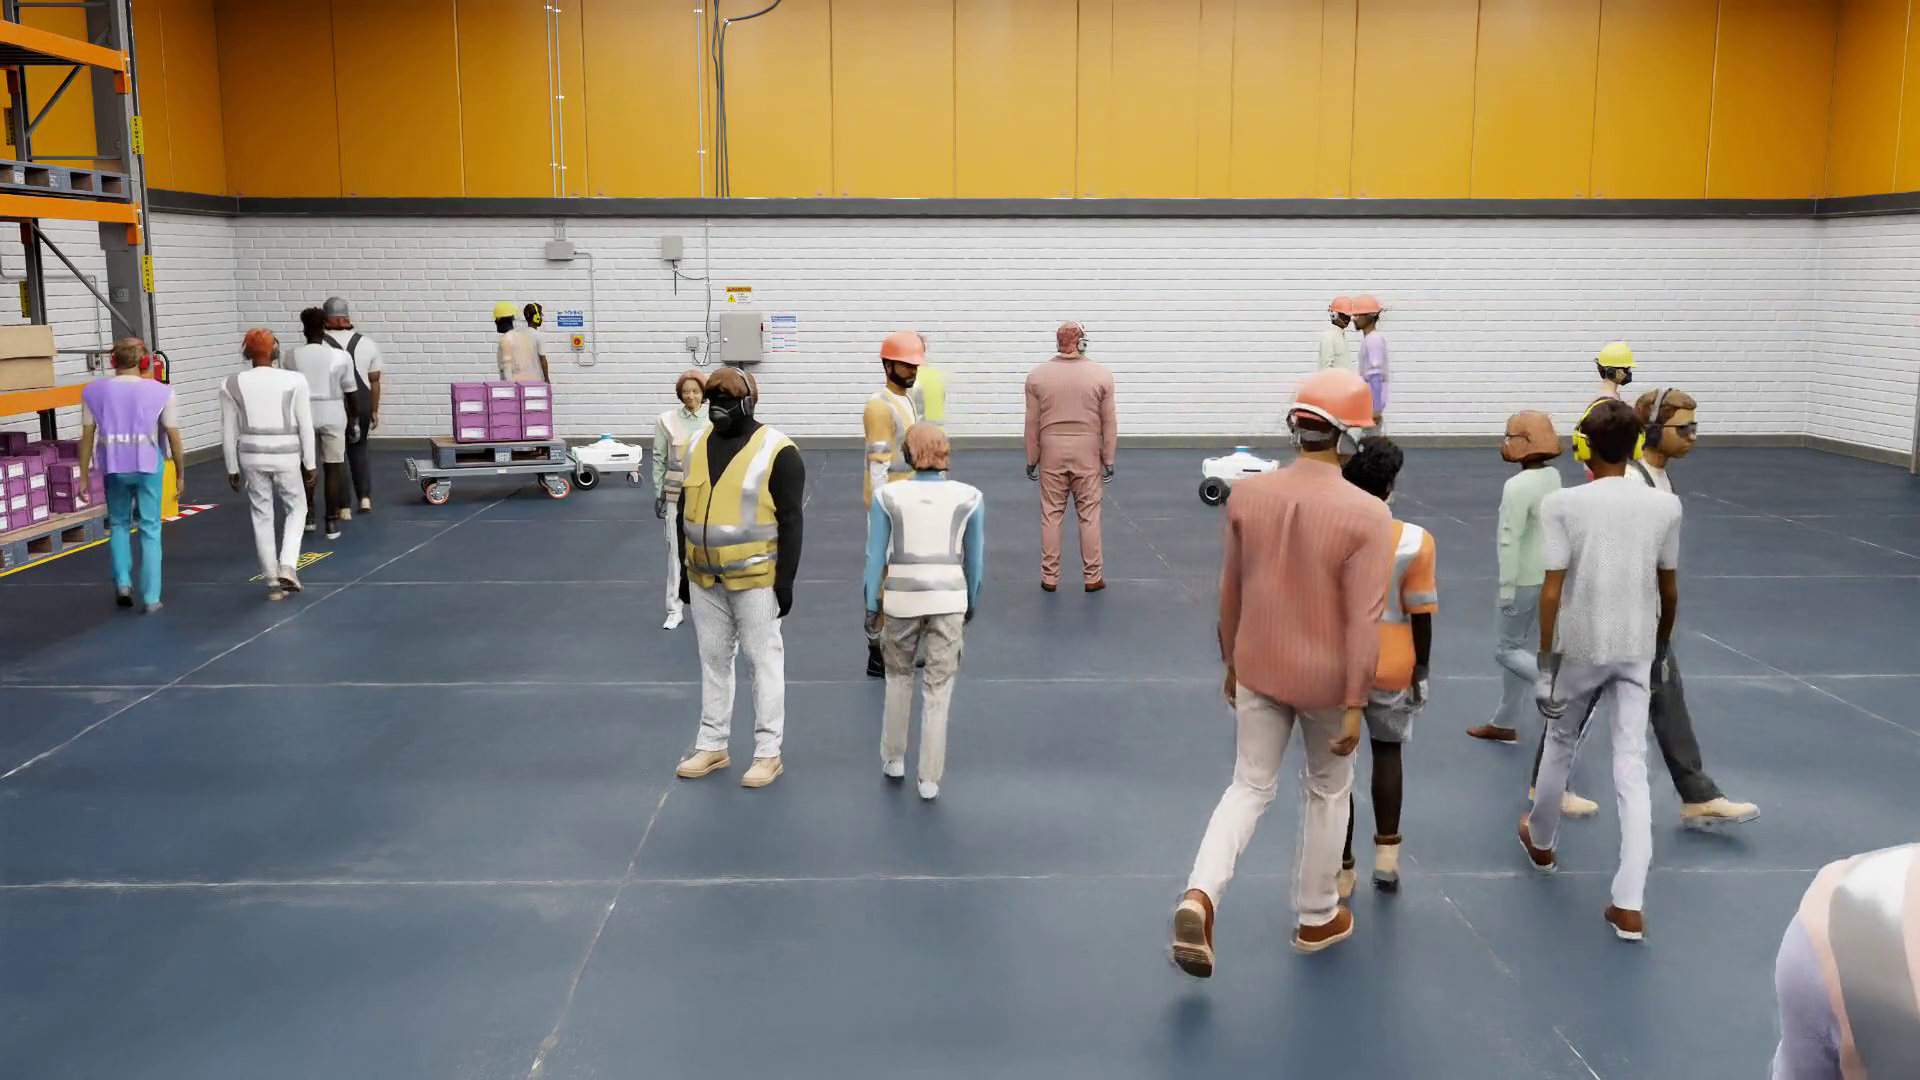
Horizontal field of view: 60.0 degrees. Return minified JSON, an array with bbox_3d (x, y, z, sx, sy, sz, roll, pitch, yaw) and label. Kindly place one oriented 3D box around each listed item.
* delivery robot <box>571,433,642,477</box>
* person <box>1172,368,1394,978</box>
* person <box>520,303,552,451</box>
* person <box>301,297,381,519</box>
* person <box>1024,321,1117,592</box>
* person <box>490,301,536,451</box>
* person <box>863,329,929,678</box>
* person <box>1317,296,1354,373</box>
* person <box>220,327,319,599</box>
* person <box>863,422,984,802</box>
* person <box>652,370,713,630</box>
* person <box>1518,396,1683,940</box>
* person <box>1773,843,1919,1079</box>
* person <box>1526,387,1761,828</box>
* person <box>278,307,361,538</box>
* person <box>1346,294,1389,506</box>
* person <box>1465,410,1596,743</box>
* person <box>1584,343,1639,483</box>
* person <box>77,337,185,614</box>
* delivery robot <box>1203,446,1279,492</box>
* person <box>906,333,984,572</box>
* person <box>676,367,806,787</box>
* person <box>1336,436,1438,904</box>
[{"bbox_3d":[-3.661,-0.862,17.255,0.707,0.478,0.477,-3,10,-16],"label":"delivery robot"},{"bbox_3d":[1.037,0.437,5.287,0.620,1.959,0.854,7,12,37],"label":"person"},{"bbox_3d":[-4.990,-1.841,19.523,0.538,1.869,0.313,6,11,34],"label":"person"},{"bbox_3d":[-5.688,-1.222,15.202,0.689,2.000,0.658,-7,12,-36],"label":"person"},{"bbox_3d":[0.778,-0.580,11.694,0.644,1.903,0.400,1,9,9],"label":"person"},{"bbox_3d":[-4.969,-1.721,18.688,0.557,1.910,0.585,1,9,5],"label":"person"},{"bbox_3d":[-0.344,-0.202,9.277,0.376,1.934,0.547,3,10,16],"label":"person"},{"bbox_3d":[3.887,-1.522,17.212,0.392,1.985,0.609,4,10,24],"label":"person"},{"bbox_3d":[-4.726,-0.520,11.415,0.612,1.871,0.411,-2,10,-14],"label":"person"},{"bbox_3d":[-0.158,0.295,7.219,0.520,1.618,0.610,0,9,-2],"label":"person"},{"bbox_3d":[-1.680,-0.252,10.495,0.512,1.637,0.307,-1,9,-5],"label":"person"},{"bbox_3d":[2.279,0.407,5.897,0.538,1.815,0.983,1,9,6],"label":"person"},{"bbox_3d":[1.389,1.014,2.146,0.661,1.824,0.600,7,12,37],"label":"person"},{"bbox_3d":[2.767,0.292,6.654,0.957,1.792,0.511,7,12,39],"label":"person"},{"bbox_3d":[-5.428,-1.002,14.138,0.619,1.942,0.691,-2,10,-13],"label":"person"},{"bbox_3d":[3.756,-1.311,15.808,0.792,2.016,0.647,2,10,14],"label":"person"},{"bbox_3d":[2.694,0.205,7.763,0.605,1.616,0.503,9,13,43],"label":"person"},{"bbox_3d":[4.427,-0.459,11.366,0.310,1.768,0.533,3,10,18],"label":"person"},{"bbox_3d":[-5.452,-0.417,10.944,0.647,1.818,0.458,-3,10,-18],"label":"person"},{"bbox_3d":[2.706,-0.662,16.026,0.707,0.478,0.477,2,10,15],"label":"delivery robot"},{"bbox_3d":[-0.241,-0.633,12.298,0.809,1.816,0.637,6,11,31],"label":"person"},{"bbox_3d":[-0.994,0.162,7.330,0.619,1.845,0.430,5,10,27],"label":"person"},{"bbox_3d":[1.435,0.463,5.990,0.530,1.674,0.446,3,10,15],"label":"person"}]
